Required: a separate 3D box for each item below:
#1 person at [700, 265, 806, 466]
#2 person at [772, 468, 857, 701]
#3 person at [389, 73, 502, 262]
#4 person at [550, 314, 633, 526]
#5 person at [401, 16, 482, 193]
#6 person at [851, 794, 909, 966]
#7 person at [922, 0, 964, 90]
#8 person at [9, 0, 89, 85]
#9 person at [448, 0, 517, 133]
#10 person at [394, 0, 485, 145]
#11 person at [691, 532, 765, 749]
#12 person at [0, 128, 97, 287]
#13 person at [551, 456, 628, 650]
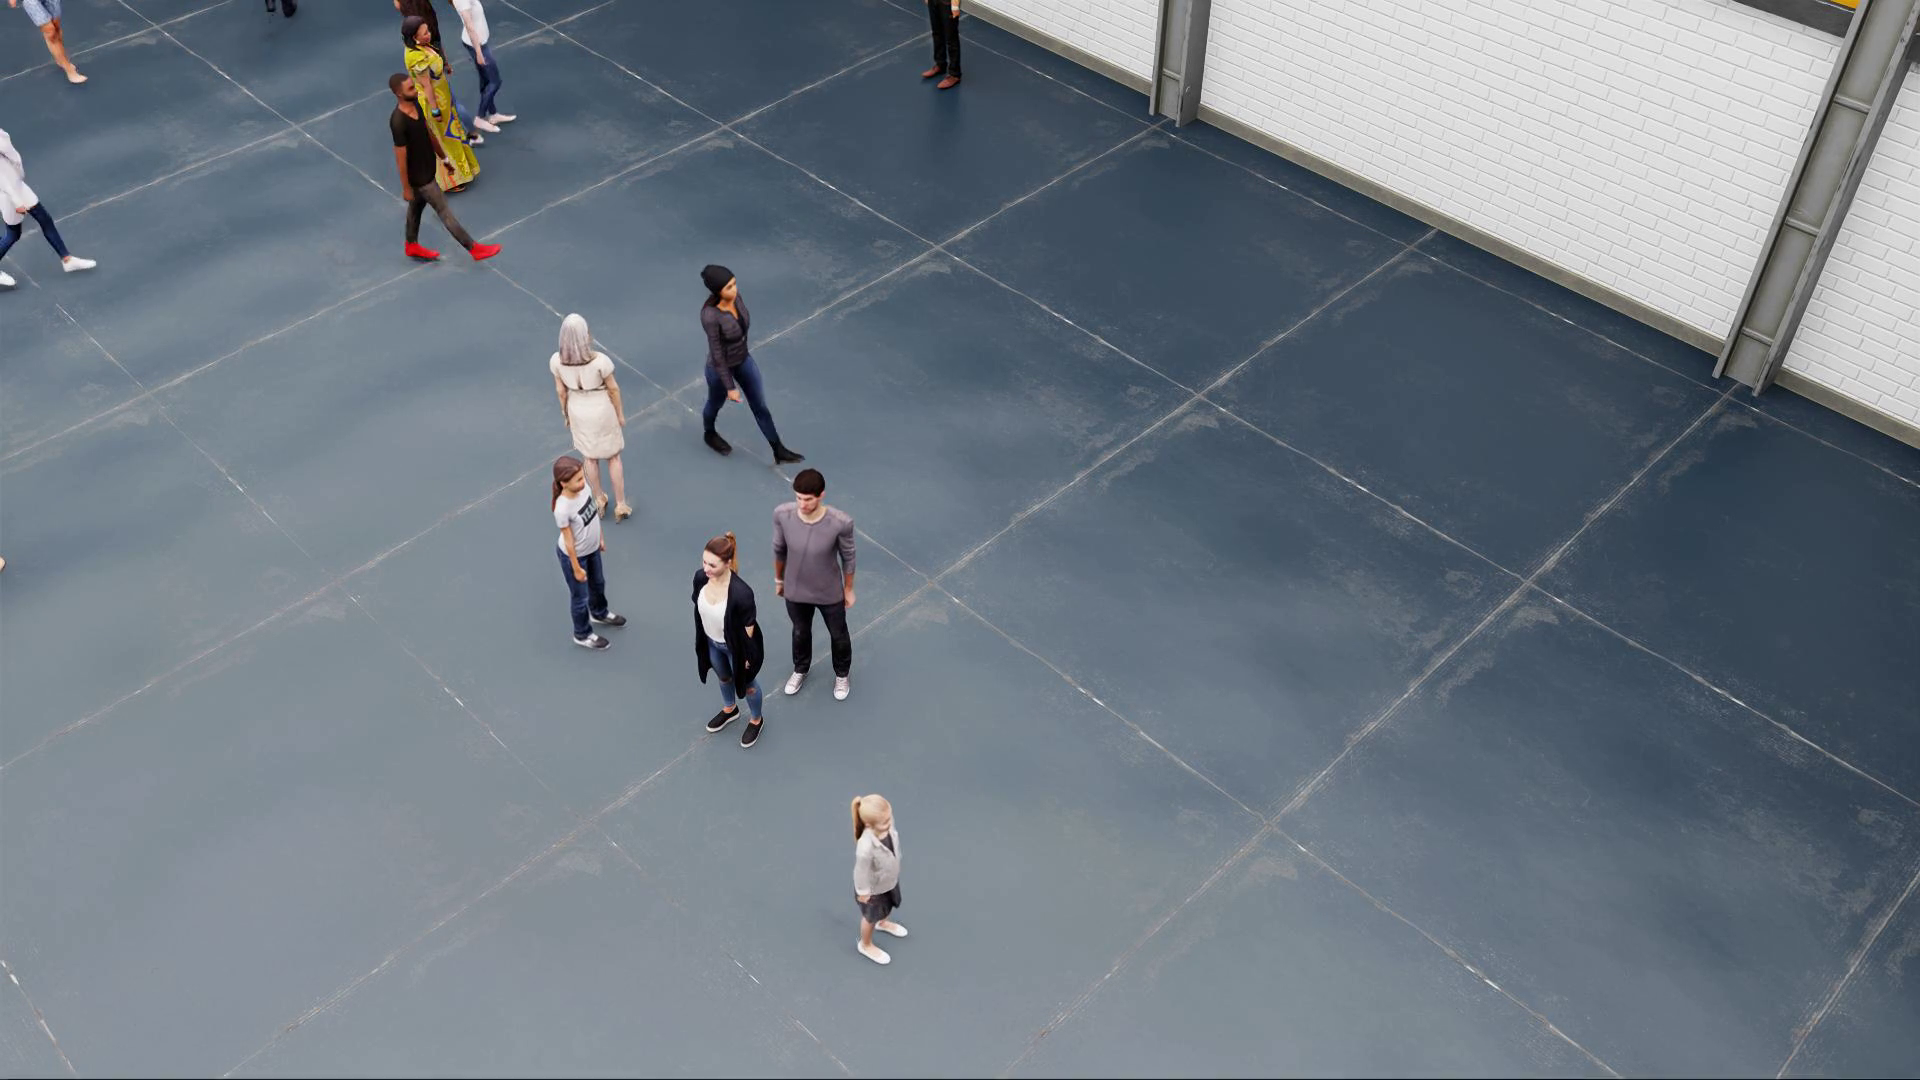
[{"bbox_3d":[-1.782,-1.273,12.247,1.180,1.704,0.777,25,49,24],"label":"person"},{"bbox_3d":[-0.914,0.273,10.516,0.692,1.854,0.806,7,44,7],"label":"person"},{"bbox_3d":[-4.674,-3.127,14.150,1.217,1.764,1.135,2,44,2],"label":"person"},{"bbox_3d":[-2.593,-0.852,11.780,0.723,1.738,0.787,2,44,2],"label":"person"},{"bbox_3d":[-4.806,-3.981,15.121,1.044,1.660,0.914,-13,45,-13],"label":"person"},{"bbox_3d":[-0.479,1.856,9.273,0.590,1.275,0.575,21,48,21],"label":"person"},{"bbox_3d":[-0.148,-5.394,16.536,0.738,1.754,0.570,-28,50,-26],"label":"person"},{"bbox_3d":[-9.265,-5.494,16.603,1.039,1.806,0.783,27,50,25],"label":"person"},{"bbox_3d":[-4.667,-4.695,15.819,0.759,1.730,0.708,-18,47,-18],"label":"person"},{"bbox_3d":[-4.885,-4.398,15.627,1.133,1.567,1.030,3,44,4],"label":"person"},{"bbox_3d":[-1.419,0.612,10.283,0.569,1.684,0.735,24,48,23],"label":"person"},{"bbox_3d":[-8.044,-2.885,13.912,1.031,1.741,1.149,-12,45,-12],"label":"person"},{"bbox_3d":[-2.501,0.058,10.952,0.634,1.563,0.608,15,46,15],"label":"person"}]
